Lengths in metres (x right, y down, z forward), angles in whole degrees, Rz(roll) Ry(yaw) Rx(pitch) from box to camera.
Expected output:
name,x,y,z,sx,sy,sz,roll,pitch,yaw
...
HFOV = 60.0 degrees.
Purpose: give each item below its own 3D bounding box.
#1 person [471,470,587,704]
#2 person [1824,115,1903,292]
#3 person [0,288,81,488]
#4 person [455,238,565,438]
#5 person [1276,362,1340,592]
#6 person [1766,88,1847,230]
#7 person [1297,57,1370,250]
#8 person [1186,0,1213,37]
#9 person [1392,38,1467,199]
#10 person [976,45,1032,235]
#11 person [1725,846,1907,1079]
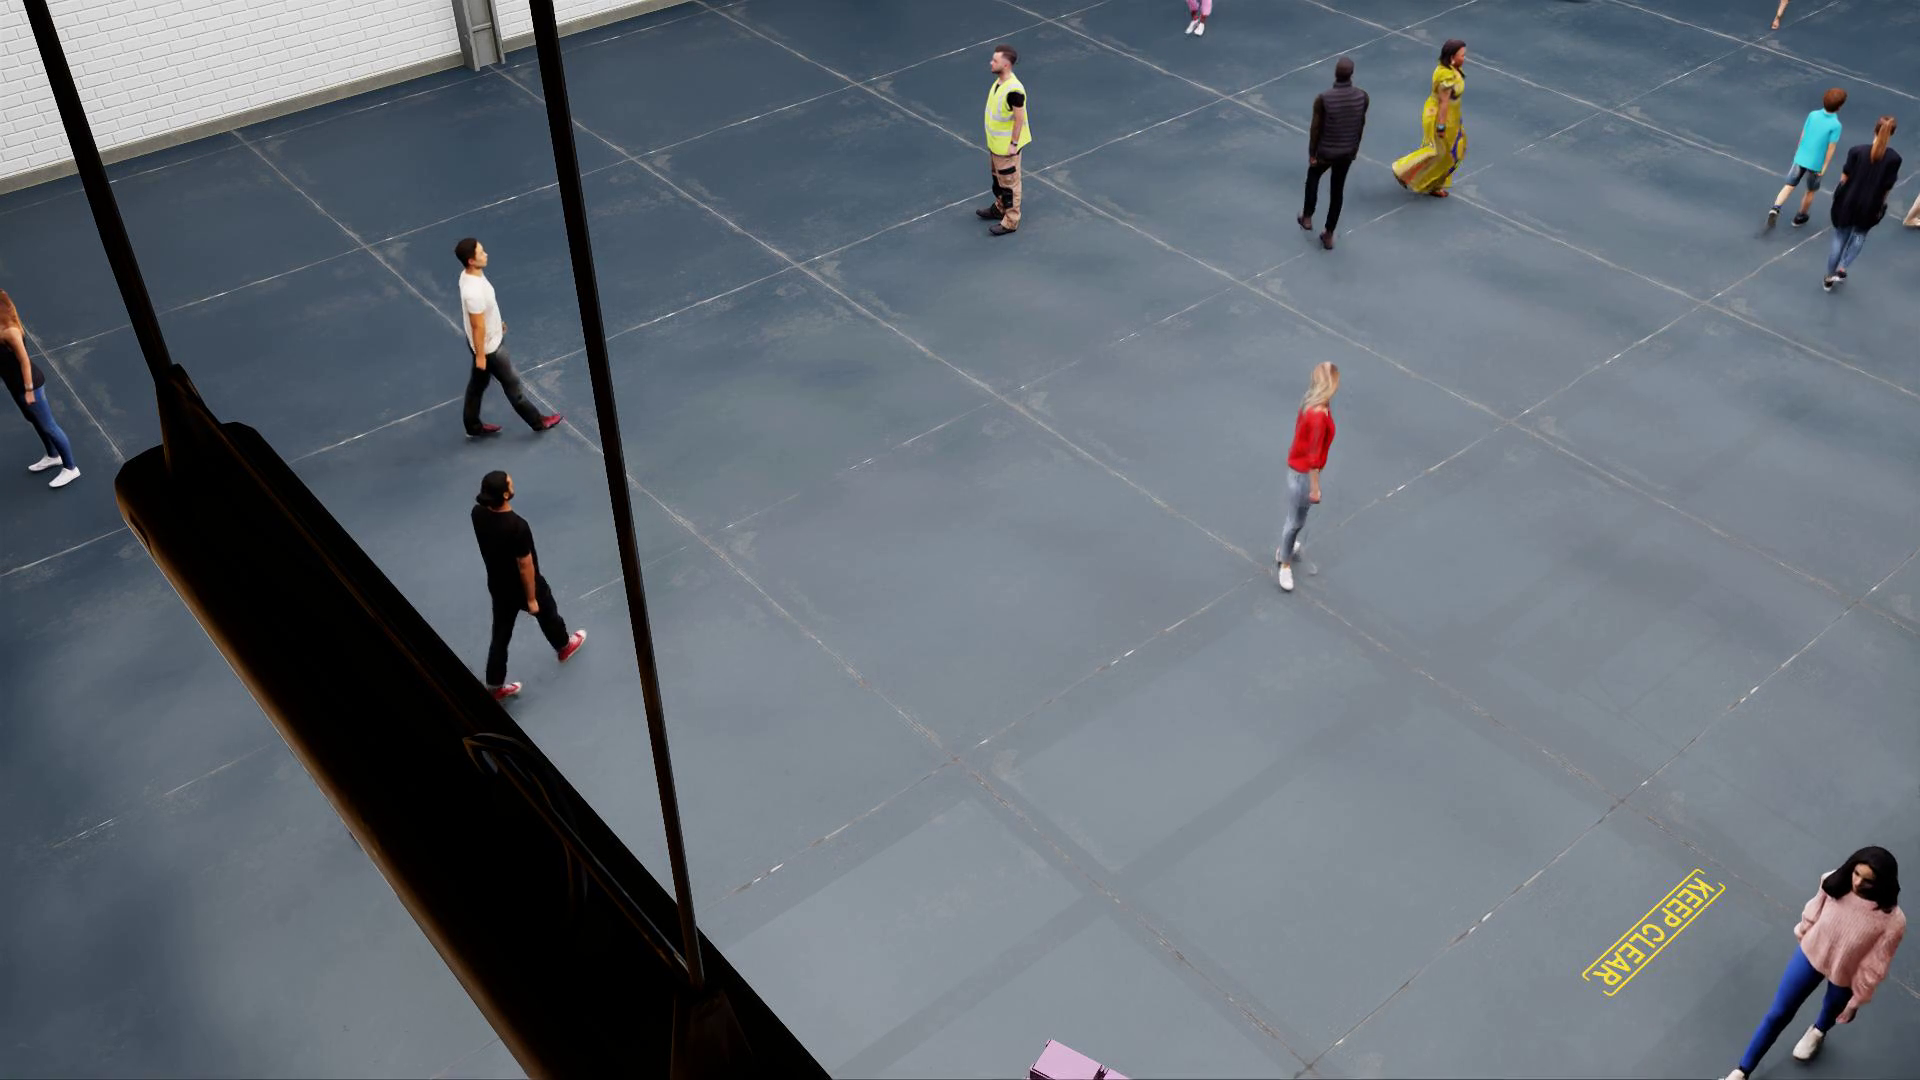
name,x,y,z,sx,sy,sz,roll,pitch,yaw
person,-2.950,0.339,10.797,0.919,1.717,1.216,20,43,23
person,8.095,-2.998,15.010,0.720,1.674,0.788,22,44,26
person,-7.164,-1.213,12.734,0.621,1.724,0.572,29,47,31
person,-3.828,-1.536,13.100,1.129,1.773,0.910,-13,40,-16
person,2.435,-0.458,11.823,0.872,1.682,0.773,12,40,15
person,8.162,-3.657,16.026,0.836,1.435,0.529,-25,45,-28
person,3.550,-3.606,15.661,0.983,1.811,1.027,-1,39,-1
person,2.952,-6.913,19.865,0.720,1.732,0.747,14,41,17
person,4.680,-4.161,16.487,1.043,1.648,1.011,9,40,11
person,0.421,-3.849,15.938,0.845,1.845,0.821,-10,40,-13
person,4.505,2.174,8.501,1.126,1.714,0.687,-25,45,-28
